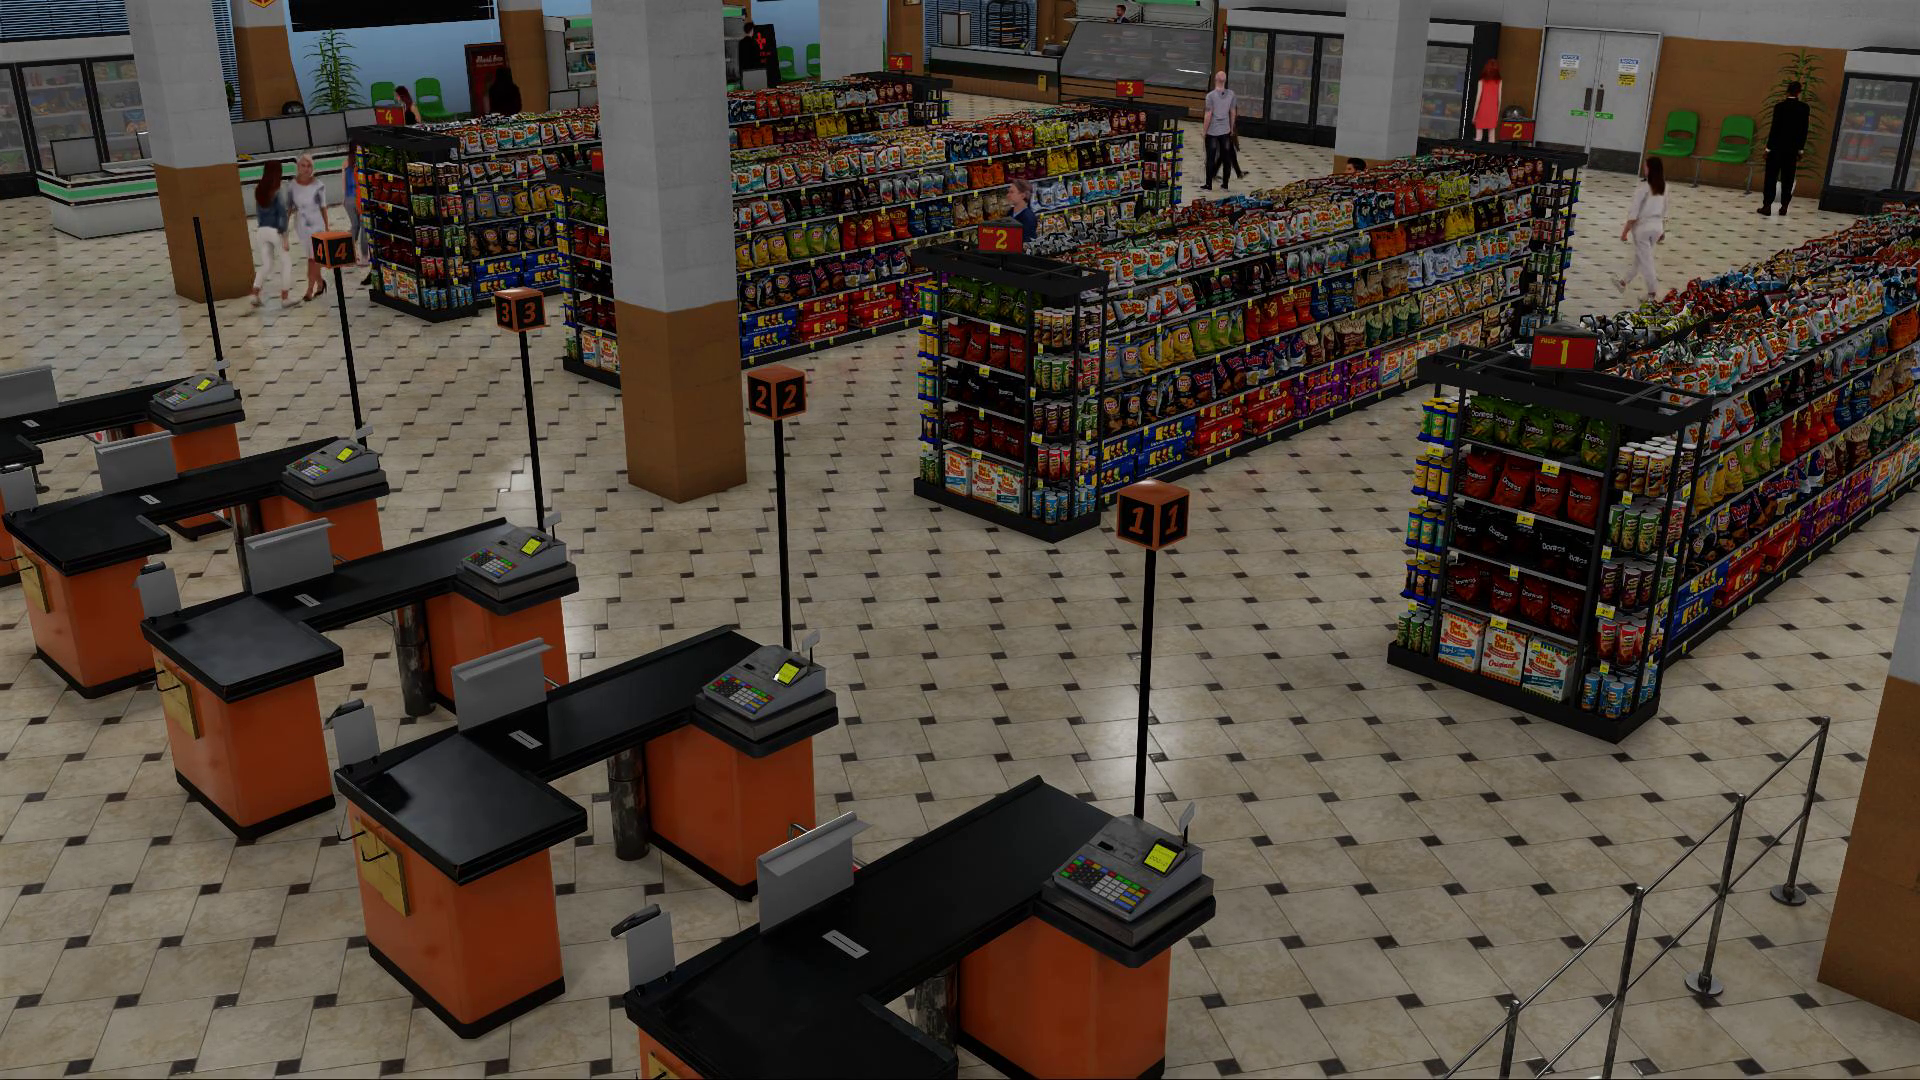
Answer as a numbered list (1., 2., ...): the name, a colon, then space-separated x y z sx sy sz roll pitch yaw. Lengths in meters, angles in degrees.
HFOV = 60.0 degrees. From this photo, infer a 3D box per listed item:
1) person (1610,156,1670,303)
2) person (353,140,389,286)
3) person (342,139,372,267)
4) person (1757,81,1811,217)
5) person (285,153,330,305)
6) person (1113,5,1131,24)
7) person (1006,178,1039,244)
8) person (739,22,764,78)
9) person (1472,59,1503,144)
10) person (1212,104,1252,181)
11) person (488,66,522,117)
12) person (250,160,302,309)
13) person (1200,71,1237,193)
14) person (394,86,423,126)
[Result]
1. person: 7.994 -3.545 19.186 1.036 1.658 0.896 -10 24 -24
2. person: -7.047 -3.974 20.198 0.939 1.699 1.200 7 23 16
3. person: -7.639 -4.255 21.048 0.774 1.588 0.838 1 22 3
4. person: 12.006 -5.708 24.238 0.801 1.904 0.829 3 22 7
5. person: -7.522 -3.610 19.303 1.134 1.692 1.166 0 22 0
6. person: 3.712 -11.420 38.504 0.631 1.867 0.557 20 29 41
7. person: 0.592 -2.728 16.866 0.678 1.872 0.728 -10 24 -22
8. person: -4.289 -9.487 33.701 0.691 1.862 1.148 19 29 39
9. person: 8.829 -7.123 27.863 0.654 1.828 0.729 -1 22 -4
10. person: 4.279 -6.403 26.893 0.956 1.215 0.861 -2 22 -5
11. person: -7.442 -6.855 27.356 1.176 1.708 1.051 -8 23 -19
12. person: -7.861 -3.422 18.883 0.826 1.656 0.985 10 24 23
13. person: 4.051 -6.419 26.097 0.702 1.838 0.819 -6 23 -14
14. person: -8.267 -6.049 25.357 0.700 1.703 0.705 7 23 18
